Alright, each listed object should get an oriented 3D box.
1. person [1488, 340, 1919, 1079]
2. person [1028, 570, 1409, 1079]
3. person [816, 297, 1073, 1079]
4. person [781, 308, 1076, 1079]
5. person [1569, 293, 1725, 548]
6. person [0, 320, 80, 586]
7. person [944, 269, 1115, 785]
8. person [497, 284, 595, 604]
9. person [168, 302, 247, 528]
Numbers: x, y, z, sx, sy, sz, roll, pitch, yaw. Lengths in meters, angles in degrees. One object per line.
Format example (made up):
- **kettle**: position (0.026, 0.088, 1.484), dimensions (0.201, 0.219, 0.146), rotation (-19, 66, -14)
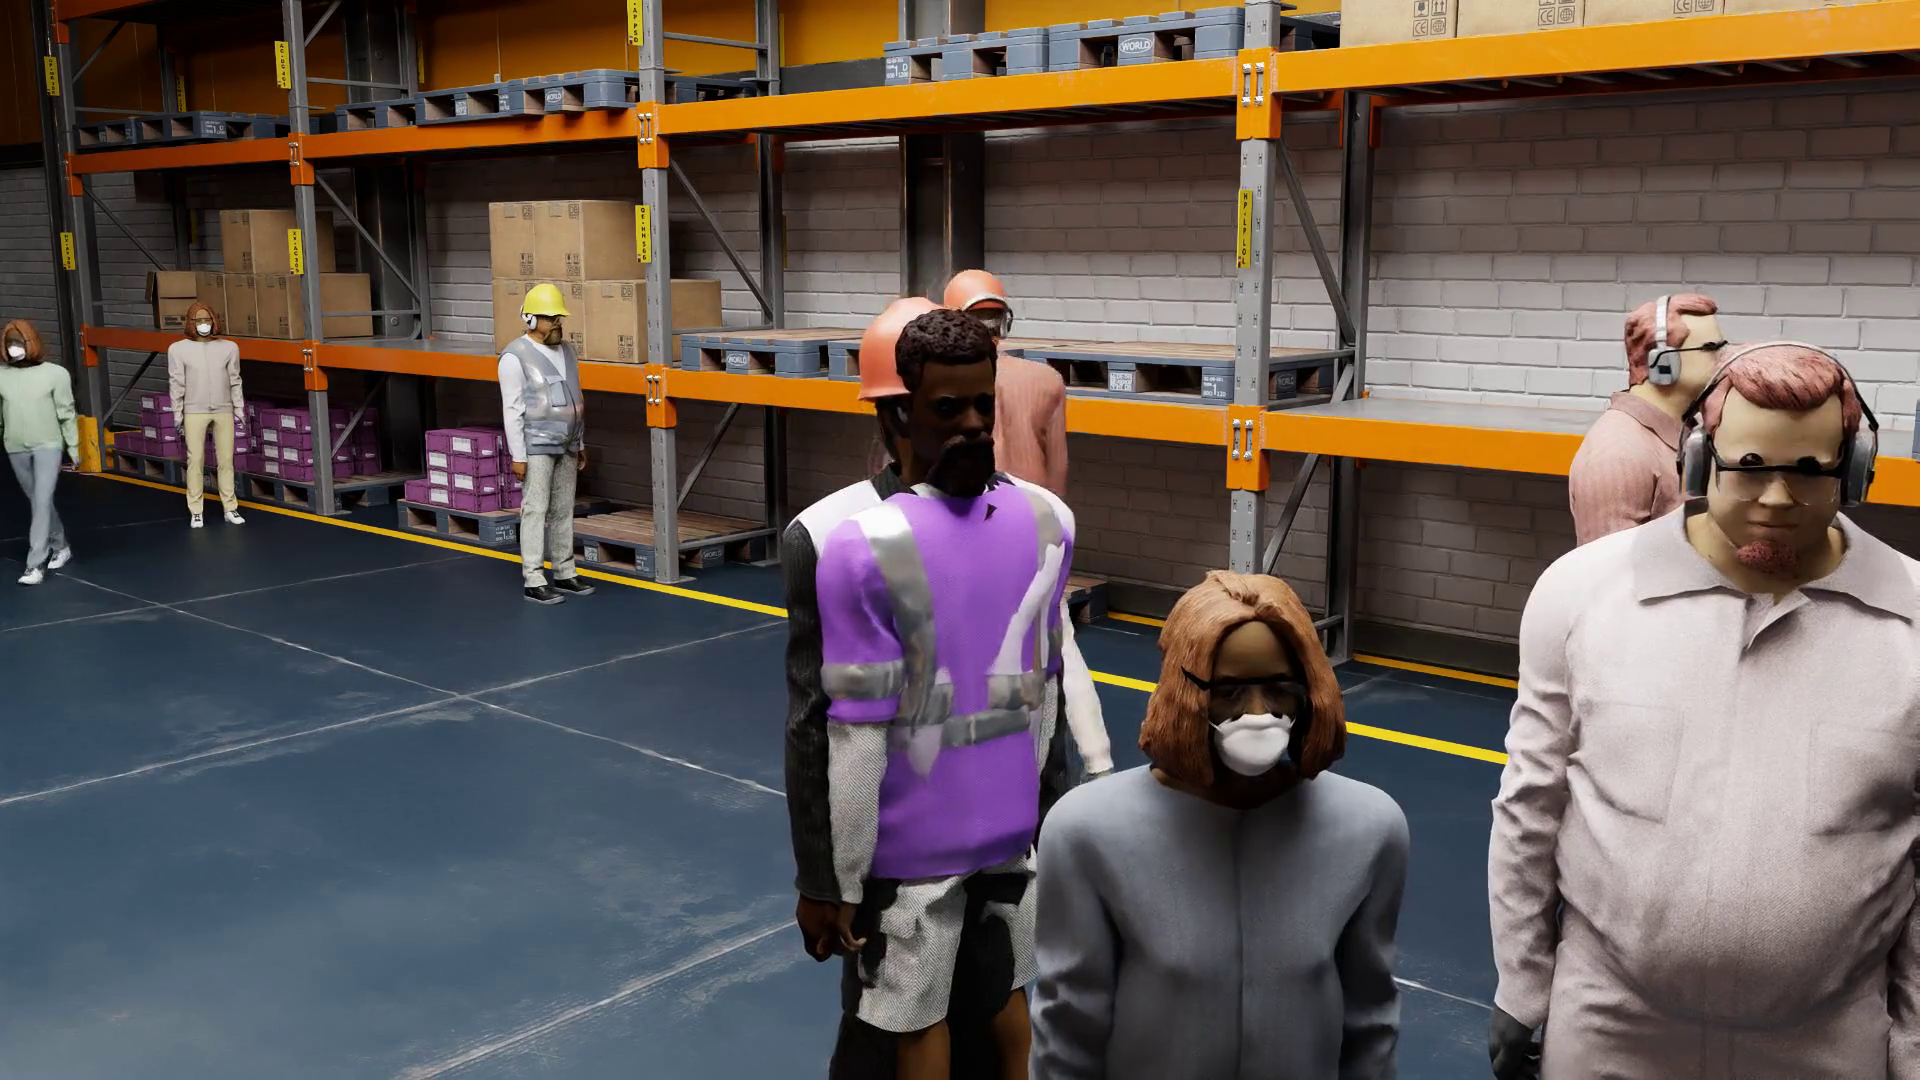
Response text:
- **person**: position (1.065, 0.674, 2.343), dimensions (0.639, 1.903, 0.407), rotation (4, 11, 22)
- **person**: position (0.333, 0.839, 2.157), dimensions (0.498, 1.634, 0.281), rotation (-1, 10, -8)
- **person**: position (-0.050, 0.529, 3.077), dimensions (0.546, 1.934, 0.376), rotation (-8, 13, -40)
- **person**: position (-0.048, 0.538, 3.065), dimensions (0.598, 1.917, 0.375), rotation (-6, 12, -32)
- **person**: position (1.752, 0.343, 4.196), dimensions (0.409, 1.913, 0.642), rotation (7, 12, 34)
- **person**: position (-5.708, -0.556, 10.236), dimensions (0.518, 1.591, 0.865), rotation (-1, 10, -7)
- **person**: position (0.135, 0.006, 6.062), dimensions (0.819, 1.944, 0.571), rotation (-2, 10, -13)
- **person**: position (-2.357, -0.549, 9.539), dimensions (0.403, 1.825, 0.587), rotation (5, 11, 26)
- **person**: position (-5.469, -0.909, 12.114), dimensions (0.508, 1.632, 0.271), rotation (-8, 13, -38)
